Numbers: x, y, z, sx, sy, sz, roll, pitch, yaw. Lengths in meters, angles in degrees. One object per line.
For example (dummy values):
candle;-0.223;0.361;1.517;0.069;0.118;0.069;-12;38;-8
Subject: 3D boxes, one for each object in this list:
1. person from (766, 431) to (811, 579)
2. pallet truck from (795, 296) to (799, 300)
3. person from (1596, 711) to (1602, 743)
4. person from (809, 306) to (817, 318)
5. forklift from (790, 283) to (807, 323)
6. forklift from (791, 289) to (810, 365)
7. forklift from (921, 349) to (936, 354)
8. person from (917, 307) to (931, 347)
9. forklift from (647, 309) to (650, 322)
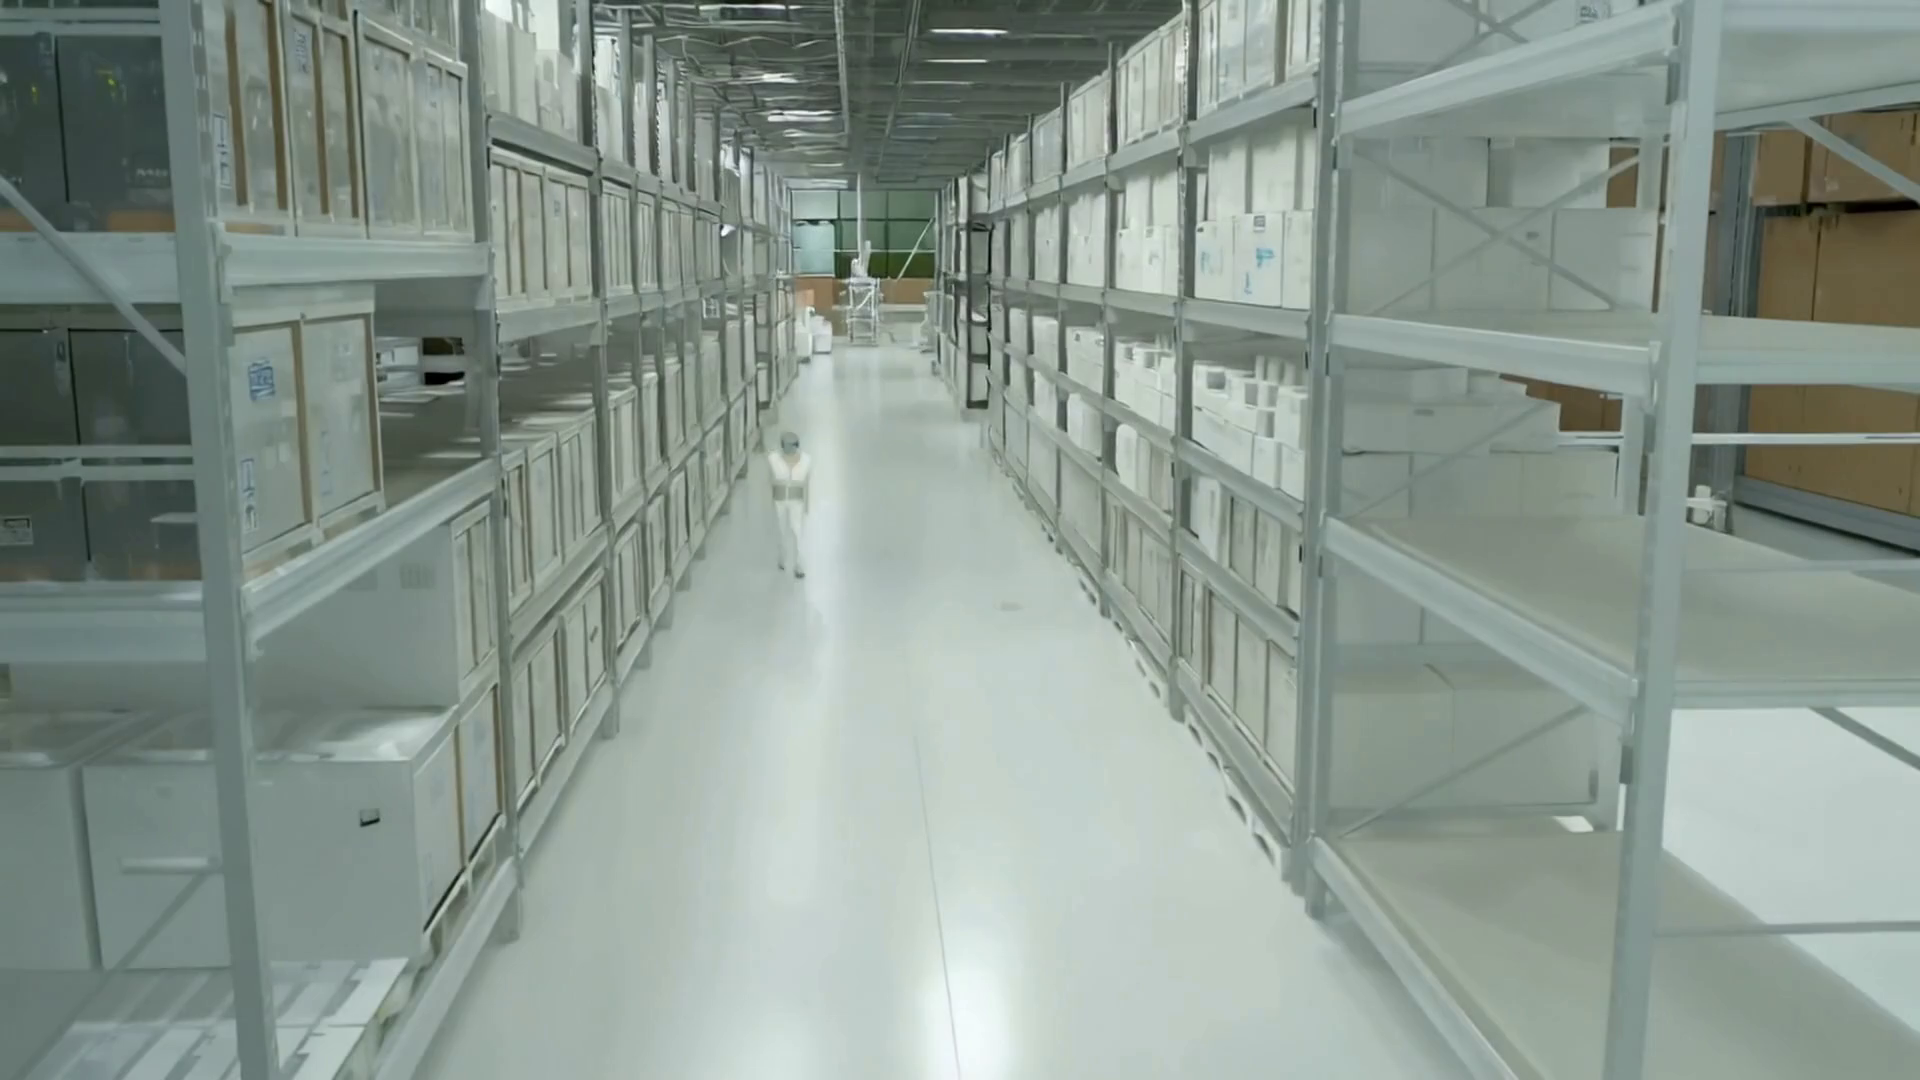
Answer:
person;-2.118;-0.466;20.501;0.575;1.799;0.981;-2;10;-12
pallet truck;-8.622;-12.439;91.403;1.885;1.965;0.823;2;10;13
person;5.051;0.776;12.791;0.649;1.889;0.616;0;10;1
person;-6.431;-9.283;72.780;0.542;1.928;0.399;9;13;43
forklift;-7.780;-10.929;79.753;1.129;2.768;1.873;-5;11;-30
forklift;-6.180;-7.957;61.998;1.129;2.768;1.873;-1;10;-3
forklift;-0.556;-9.101;68.834;1.873;2.768;1.129;-9;13;-44
person;-1.339;-9.540;74.557;1.100;1.858;0.637;0;10;-3
forklift;-9.633;-6.349;52.395;1.873;2.768;1.129;0;10;-1
